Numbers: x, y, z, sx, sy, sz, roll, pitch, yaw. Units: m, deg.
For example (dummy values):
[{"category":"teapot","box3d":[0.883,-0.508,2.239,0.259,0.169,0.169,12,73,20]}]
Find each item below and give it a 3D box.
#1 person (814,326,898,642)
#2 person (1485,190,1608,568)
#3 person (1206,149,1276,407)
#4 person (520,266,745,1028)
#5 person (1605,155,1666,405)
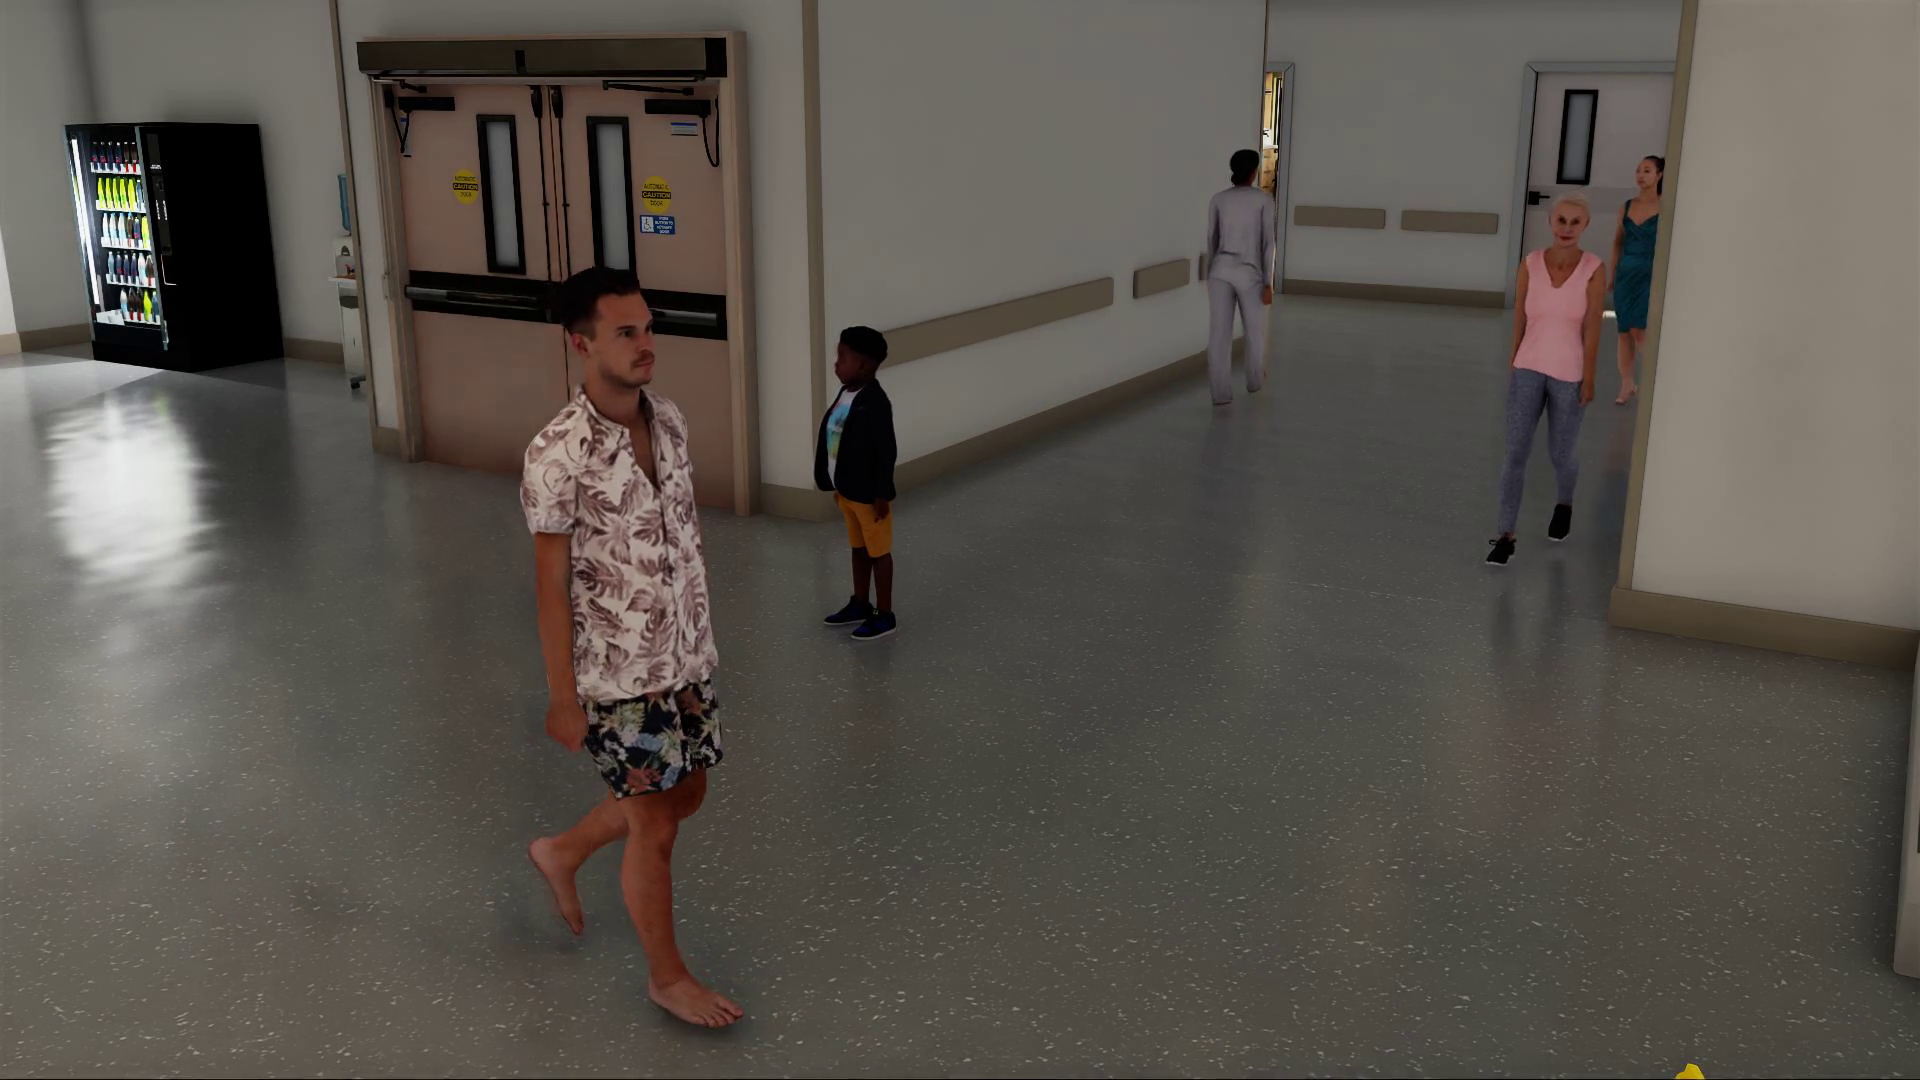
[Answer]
[{"category":"person","box3d":[-0.378,-0.243,6.722,0.662,1.268,0.578,-10,19,-32]},{"category":"person","box3d":[2.777,-0.749,7.748,1.040,1.686,0.607,9,18,29]},{"category":"person","box3d":[1.848,-1.727,11.214,1.058,1.688,0.793,6,17,22]},{"category":"person","box3d":[-0.841,0.258,3.976,0.945,1.793,0.691,9,18,28]},{"category":"person","box3d":[4.671,-1.754,11.329,0.748,1.677,0.689,-12,19,-35]}]
